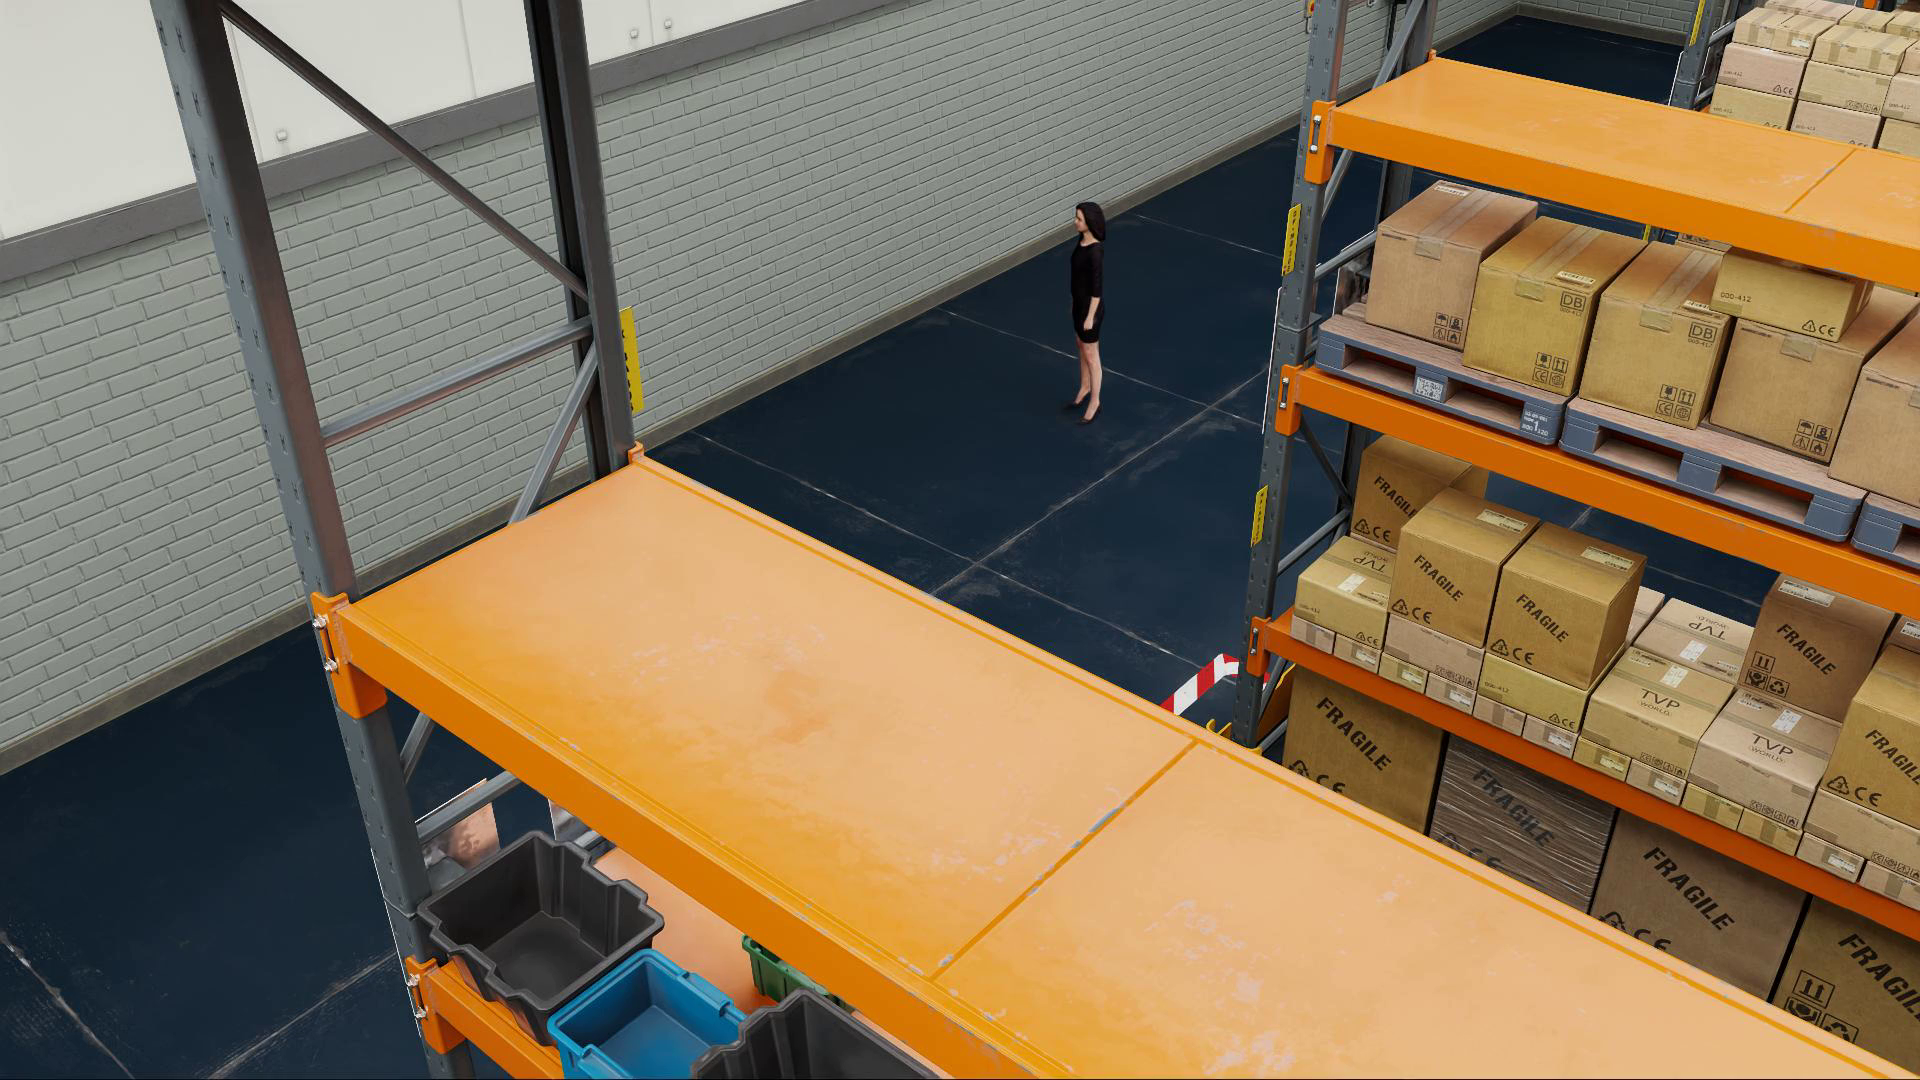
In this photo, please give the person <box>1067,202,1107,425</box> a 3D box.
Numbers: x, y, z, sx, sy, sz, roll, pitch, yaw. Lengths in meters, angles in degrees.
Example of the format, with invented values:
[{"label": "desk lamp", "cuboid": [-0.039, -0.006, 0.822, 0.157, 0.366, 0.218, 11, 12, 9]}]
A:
[{"label": "person", "cuboid": [0.999, -1.775, 12.978, 0.712, 1.805, 0.640, -4, 33, -7]}]
